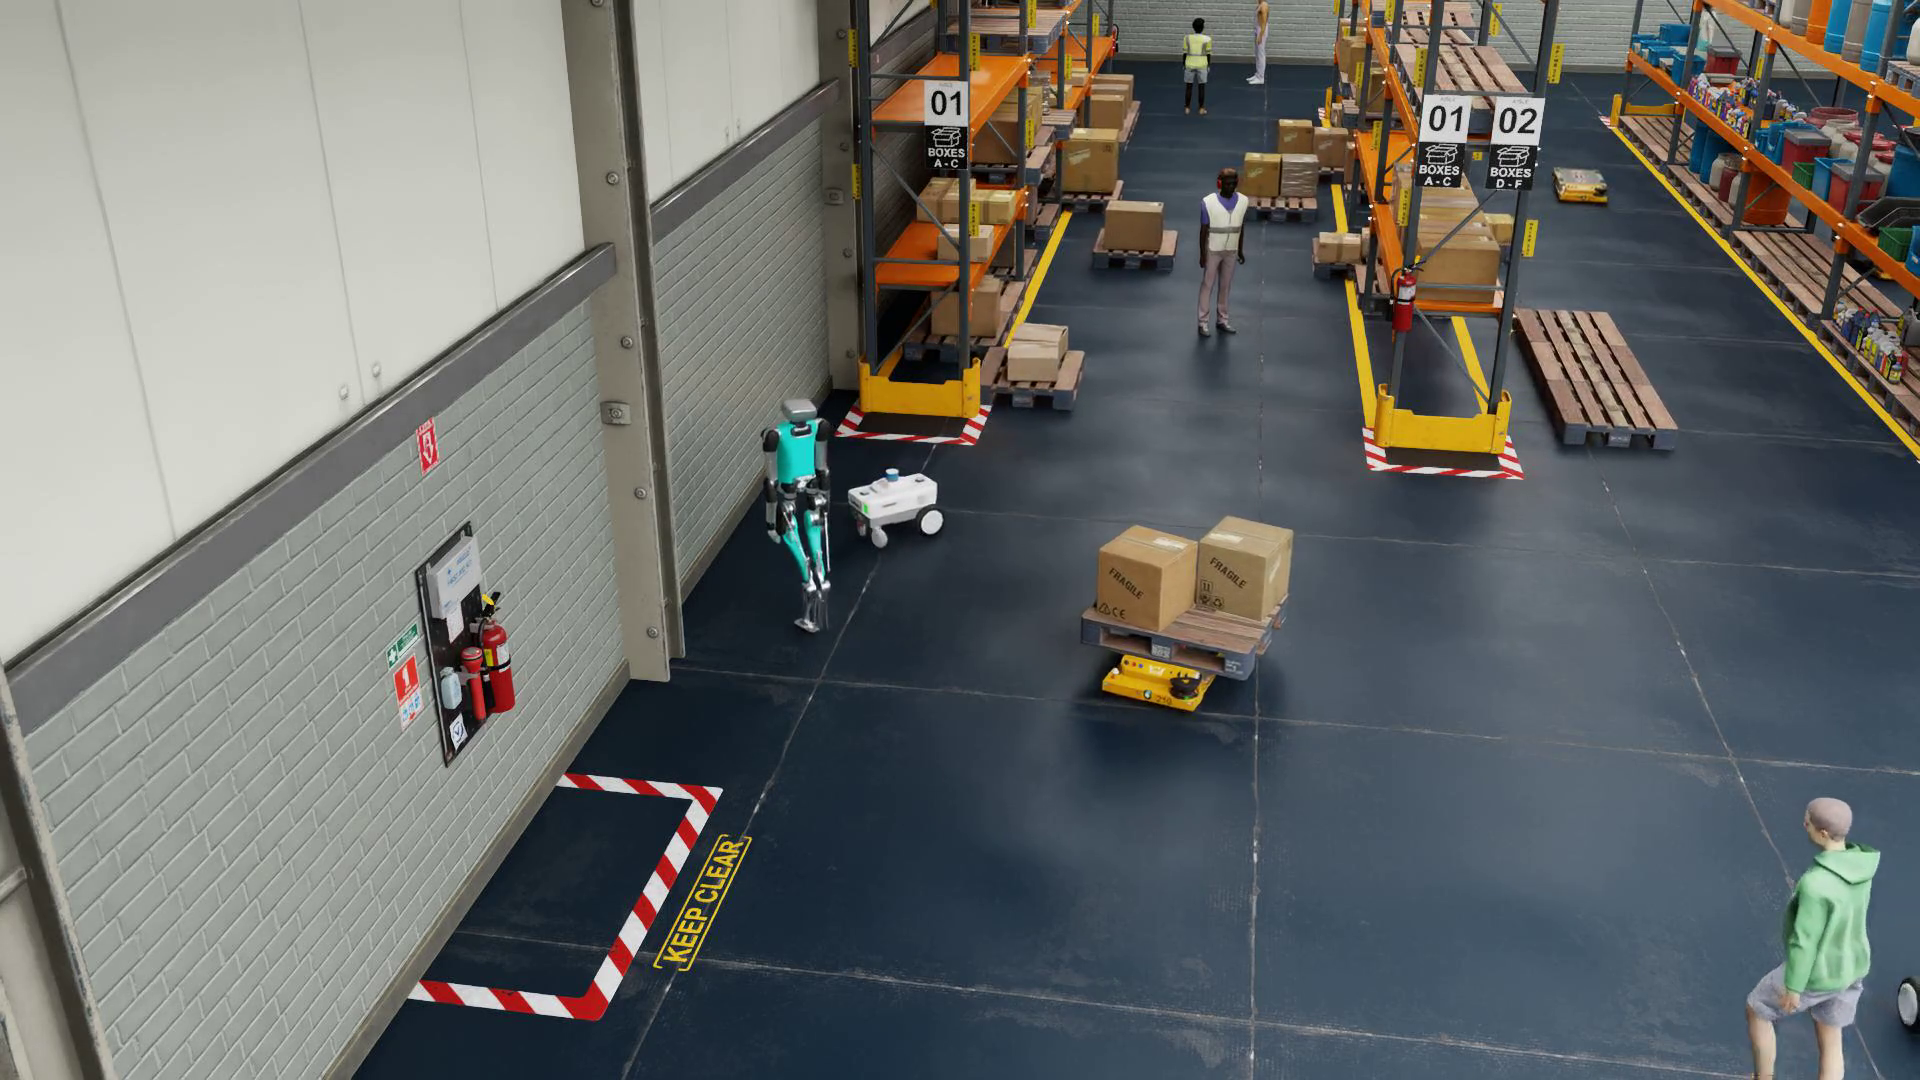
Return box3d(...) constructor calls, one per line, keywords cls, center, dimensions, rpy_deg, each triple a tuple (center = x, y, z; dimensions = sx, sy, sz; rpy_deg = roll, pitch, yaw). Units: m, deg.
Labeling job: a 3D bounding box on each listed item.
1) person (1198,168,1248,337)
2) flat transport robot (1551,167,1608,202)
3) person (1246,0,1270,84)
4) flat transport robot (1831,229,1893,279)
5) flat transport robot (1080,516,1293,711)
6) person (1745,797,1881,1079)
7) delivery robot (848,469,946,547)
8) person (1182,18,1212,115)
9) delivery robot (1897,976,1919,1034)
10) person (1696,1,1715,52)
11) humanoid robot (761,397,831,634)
box3d(cls="person", center=(2.873, -3.174, 18.287), dimensions=(0.563, 1.846, 0.397), rpy_deg=(-10, 27, -20))
box3d(cls="flat transport robot", center=(9.160, -5.259, 24.615), dimensions=(0.659, 0.231, 1.431), rpy_deg=(6, 26, 12))
box3d(cls="person", center=(5.875, -9.957, 32.786), dimensions=(0.383, 1.858, 0.514), rpy_deg=(2, 25, 4))
box3d(cls="flat transport robot", center=(11.712, -3.536, 20.925), dimensions=(0.659, 0.231, 1.431), rpy_deg=(4, 25, 9))
box3d(cls="flat transport robot", center=(1.569, 0.746, 11.762), dimensions=(0.659, 0.231, 1.431), rpy_deg=(12, 27, 23))
box3d(cls="person", center=(3.846, 1.937, 7.509), dimensions=(0.508, 1.702, 0.611), rpy_deg=(-13, 28, -26))
box3d(cls="delivery robot", center=(-0.514, -0.287, 13.655), dimensions=(0.784, 0.612, 0.521), rpy_deg=(-14, 29, -28))
box3d(cls="person", center=(4.239, -8.489, 29.835), dimensions=(0.533, 1.698, 0.322), rpy_deg=(9, 26, 18))
box3d(cls="delivery robot", center=(4.959, 2.325, 8.065), dimensions=(0.499, 0.613, 0.807), rpy_deg=(3, 25, 6))
box3d(cls="person", center=(14.640, -9.849, 32.692), dimensions=(0.813, 1.734, 0.521), rpy_deg=(1, 25, 1))
box3d(cls="humanoid robot", center=(-1.050, -0.060, 11.868), dimensions=(0.548, 1.889, 0.721), rpy_deg=(-17, 30, -32))
